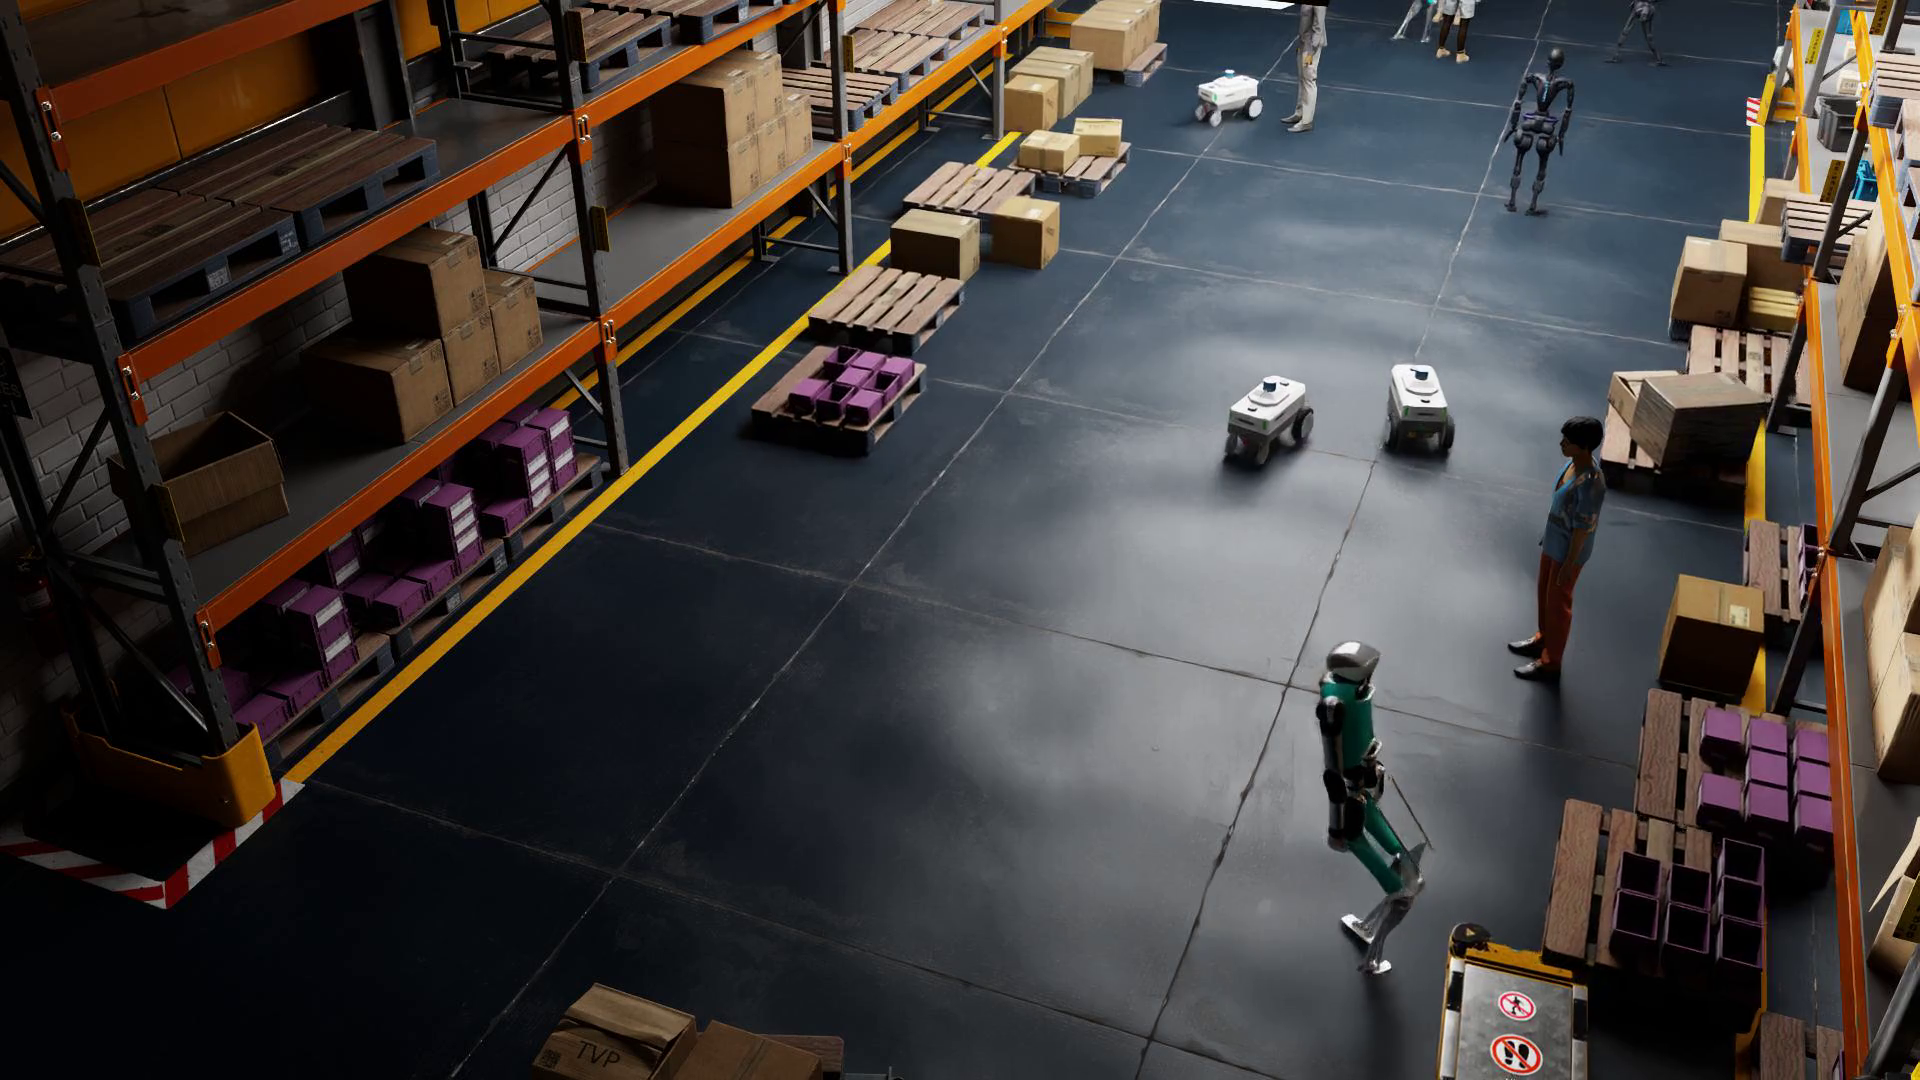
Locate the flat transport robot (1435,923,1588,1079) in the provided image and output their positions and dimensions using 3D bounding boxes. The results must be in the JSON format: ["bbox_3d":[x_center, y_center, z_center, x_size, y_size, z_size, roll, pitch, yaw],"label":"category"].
[{"bbox_3d":[2.594,2.430,7.831,0.659,0.231,1.431,10,34,15],"label":"flat transport robot"}]

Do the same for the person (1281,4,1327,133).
[{"bbox_3d":[3.925,-5.540,18.666,0.395,1.898,0.529,-1,33,-1],"label":"person"}]

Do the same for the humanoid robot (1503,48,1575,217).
[{"bbox_3d":[5.754,-4.078,16.617,0.591,1.637,0.386,12,35,18],"label":"humanoid robot"}]

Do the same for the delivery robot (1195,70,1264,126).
[{"bbox_3d":[3.105,-5.147,19.285,0.772,0.585,0.499,-20,38,-28],"label":"delivery robot"}]

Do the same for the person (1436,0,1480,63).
[{"bbox_3d":[6.312,-6.887,20.941,0.319,1.693,0.535,-25,41,-33],"label":"person"}]

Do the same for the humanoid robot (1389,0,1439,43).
[{"bbox_3d":[5.997,-7.348,21.618,0.837,1.797,0.548,-20,38,-27],"label":"humanoid robot"}]

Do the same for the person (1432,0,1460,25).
[{"bbox_3d":[6.694,-7.831,22.318,0.473,1.777,0.323,15,36,22],"label":"person"}]

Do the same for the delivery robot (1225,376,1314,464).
[{"bbox_3d":[2.378,-0.971,12.847,0.499,0.611,0.812,22,39,30],"label":"delivery robot"}]

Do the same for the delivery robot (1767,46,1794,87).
[{"bbox_3d":[10.277,-5.785,20.297,0.803,0.613,0.499,16,36,23],"label":"delivery robot"}]

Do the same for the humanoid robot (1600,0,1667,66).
[{"bbox_3d":[8.588,-6.729,20.772,0.780,1.643,0.610,2,33,4],"label":"humanoid robot"}]

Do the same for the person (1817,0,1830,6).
[{"bbox_3d":[12.198,-8.296,23.000,0.506,1.830,0.545,7,33,10],"label":"person"}]

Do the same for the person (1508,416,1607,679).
[{"bbox_3d":[3.672,0.041,10.159,0.338,1.758,0.502,2,33,3],"label":"person"}]

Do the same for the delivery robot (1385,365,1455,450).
[{"bbox_3d":[3.568,-1.073,12.976,0.499,0.581,0.778,2,33,3],"label":"delivery robot"}]

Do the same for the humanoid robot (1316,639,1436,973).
[{"bbox_3d":[2.086,1.353,8.169,0.816,1.801,0.555,16,36,23],"label":"humanoid robot"}]
